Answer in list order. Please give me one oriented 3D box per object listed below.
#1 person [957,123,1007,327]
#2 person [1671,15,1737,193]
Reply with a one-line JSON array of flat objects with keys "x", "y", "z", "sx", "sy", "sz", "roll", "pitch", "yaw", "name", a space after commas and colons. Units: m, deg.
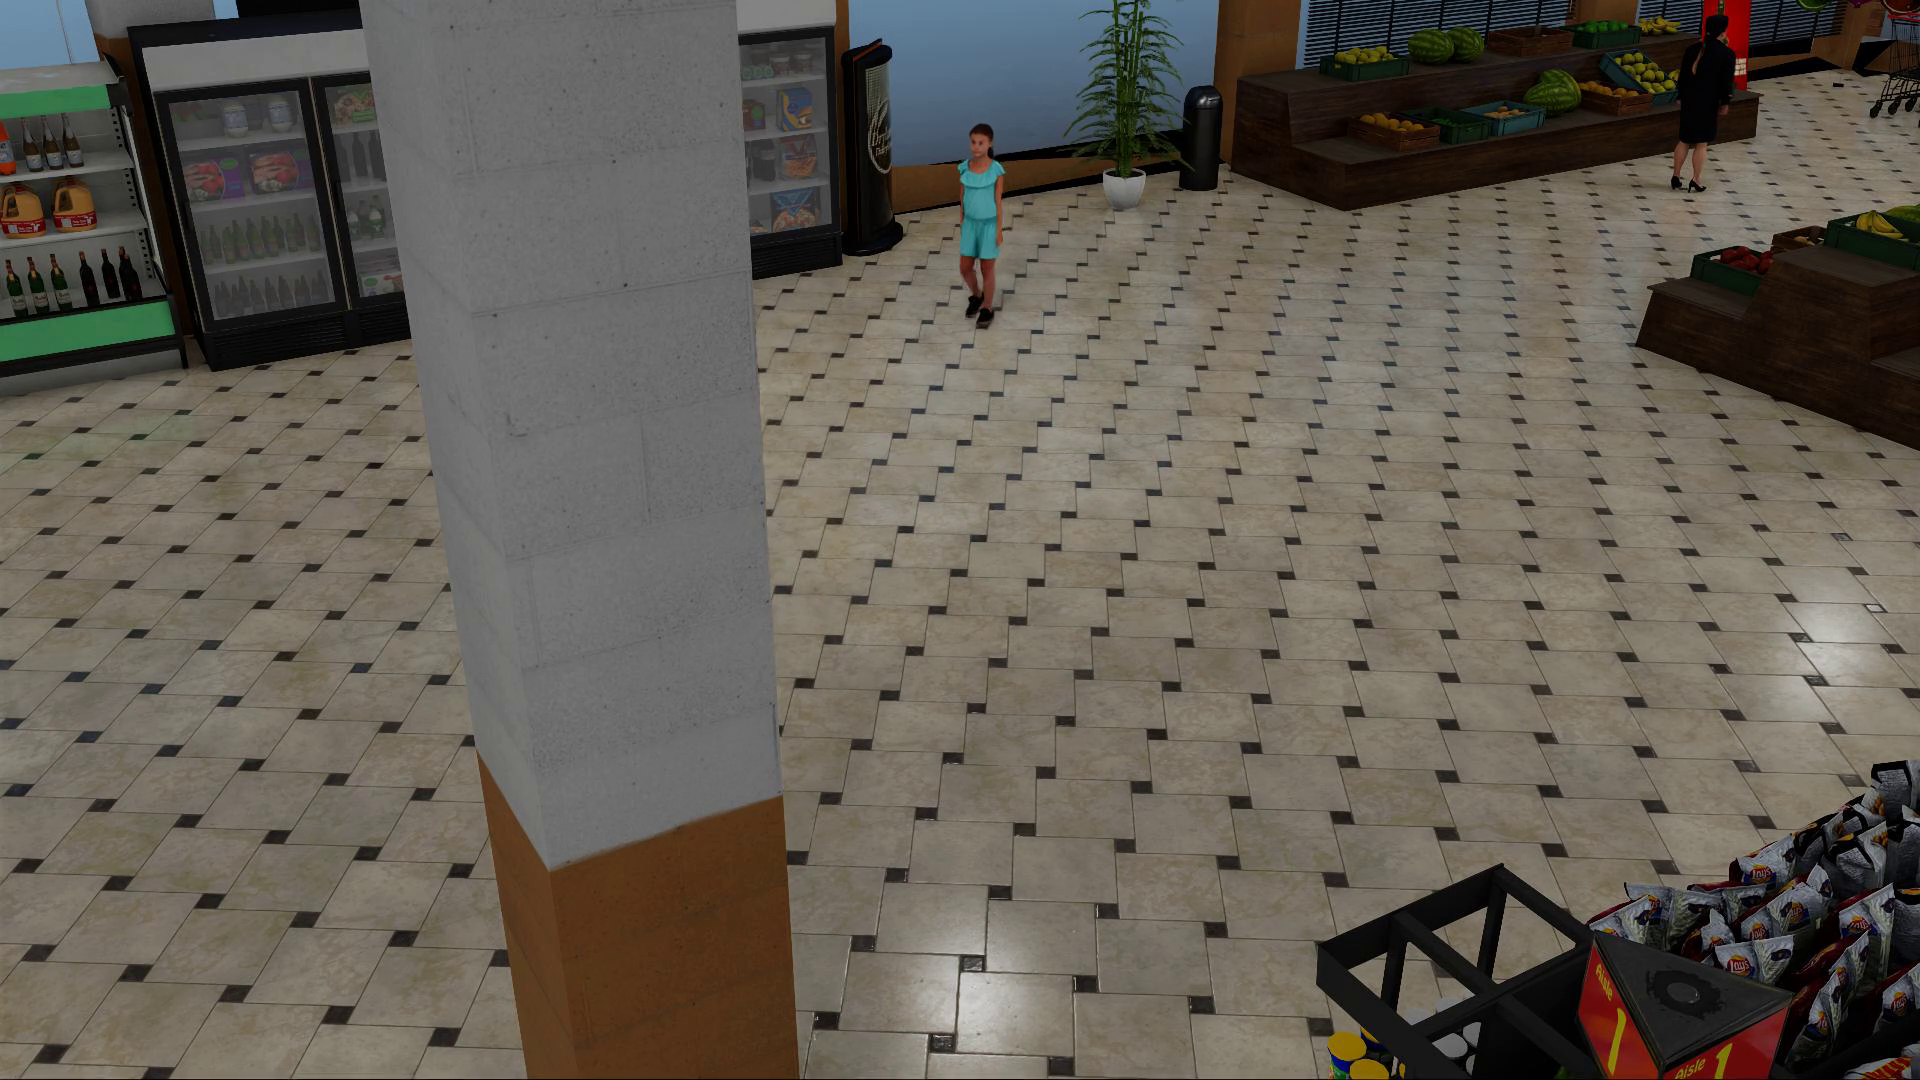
[{"x": 0.197, "y": -2.423, "z": 12.734, "sx": 0.679, "sy": 1.548, "sz": 0.735, "roll": 9, "pitch": 28, "yaw": 18, "name": "person"}, {"x": 7.196, "y": -4.231, "z": 16.165, "sx": 0.671, "sy": 1.671, "sz": 0.727, "roll": -20, "pitch": 33, "yaw": -34, "name": "person"}]
